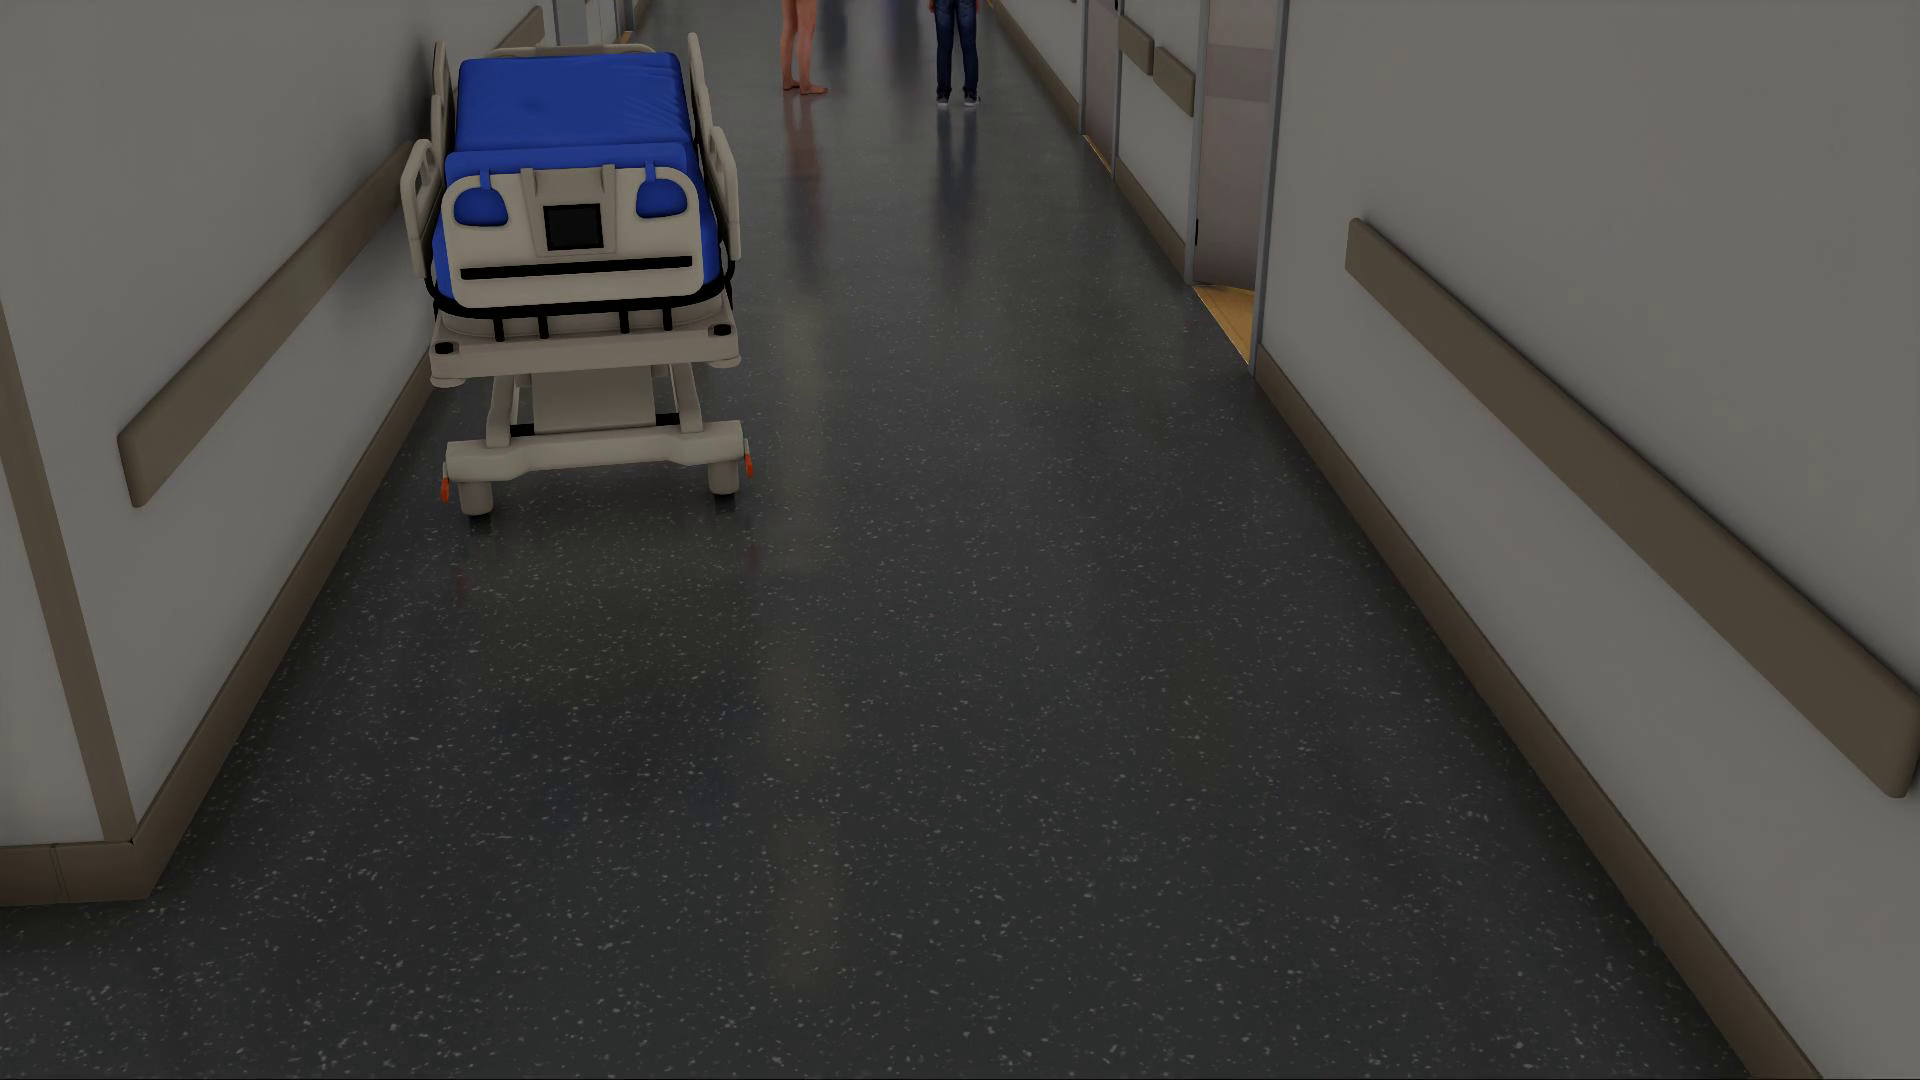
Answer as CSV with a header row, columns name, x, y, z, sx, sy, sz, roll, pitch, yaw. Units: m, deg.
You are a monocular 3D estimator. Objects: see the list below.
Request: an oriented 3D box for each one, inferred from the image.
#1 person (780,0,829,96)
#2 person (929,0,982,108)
name,x,y,z,sx,sy,sz,roll,pitch,yaw
person,-1.227,-4.245,12.502,0.684,1.706,0.675,-17,31,-32
person,-0.038,-3.968,12.093,0.506,1.562,0.633,2,26,4
